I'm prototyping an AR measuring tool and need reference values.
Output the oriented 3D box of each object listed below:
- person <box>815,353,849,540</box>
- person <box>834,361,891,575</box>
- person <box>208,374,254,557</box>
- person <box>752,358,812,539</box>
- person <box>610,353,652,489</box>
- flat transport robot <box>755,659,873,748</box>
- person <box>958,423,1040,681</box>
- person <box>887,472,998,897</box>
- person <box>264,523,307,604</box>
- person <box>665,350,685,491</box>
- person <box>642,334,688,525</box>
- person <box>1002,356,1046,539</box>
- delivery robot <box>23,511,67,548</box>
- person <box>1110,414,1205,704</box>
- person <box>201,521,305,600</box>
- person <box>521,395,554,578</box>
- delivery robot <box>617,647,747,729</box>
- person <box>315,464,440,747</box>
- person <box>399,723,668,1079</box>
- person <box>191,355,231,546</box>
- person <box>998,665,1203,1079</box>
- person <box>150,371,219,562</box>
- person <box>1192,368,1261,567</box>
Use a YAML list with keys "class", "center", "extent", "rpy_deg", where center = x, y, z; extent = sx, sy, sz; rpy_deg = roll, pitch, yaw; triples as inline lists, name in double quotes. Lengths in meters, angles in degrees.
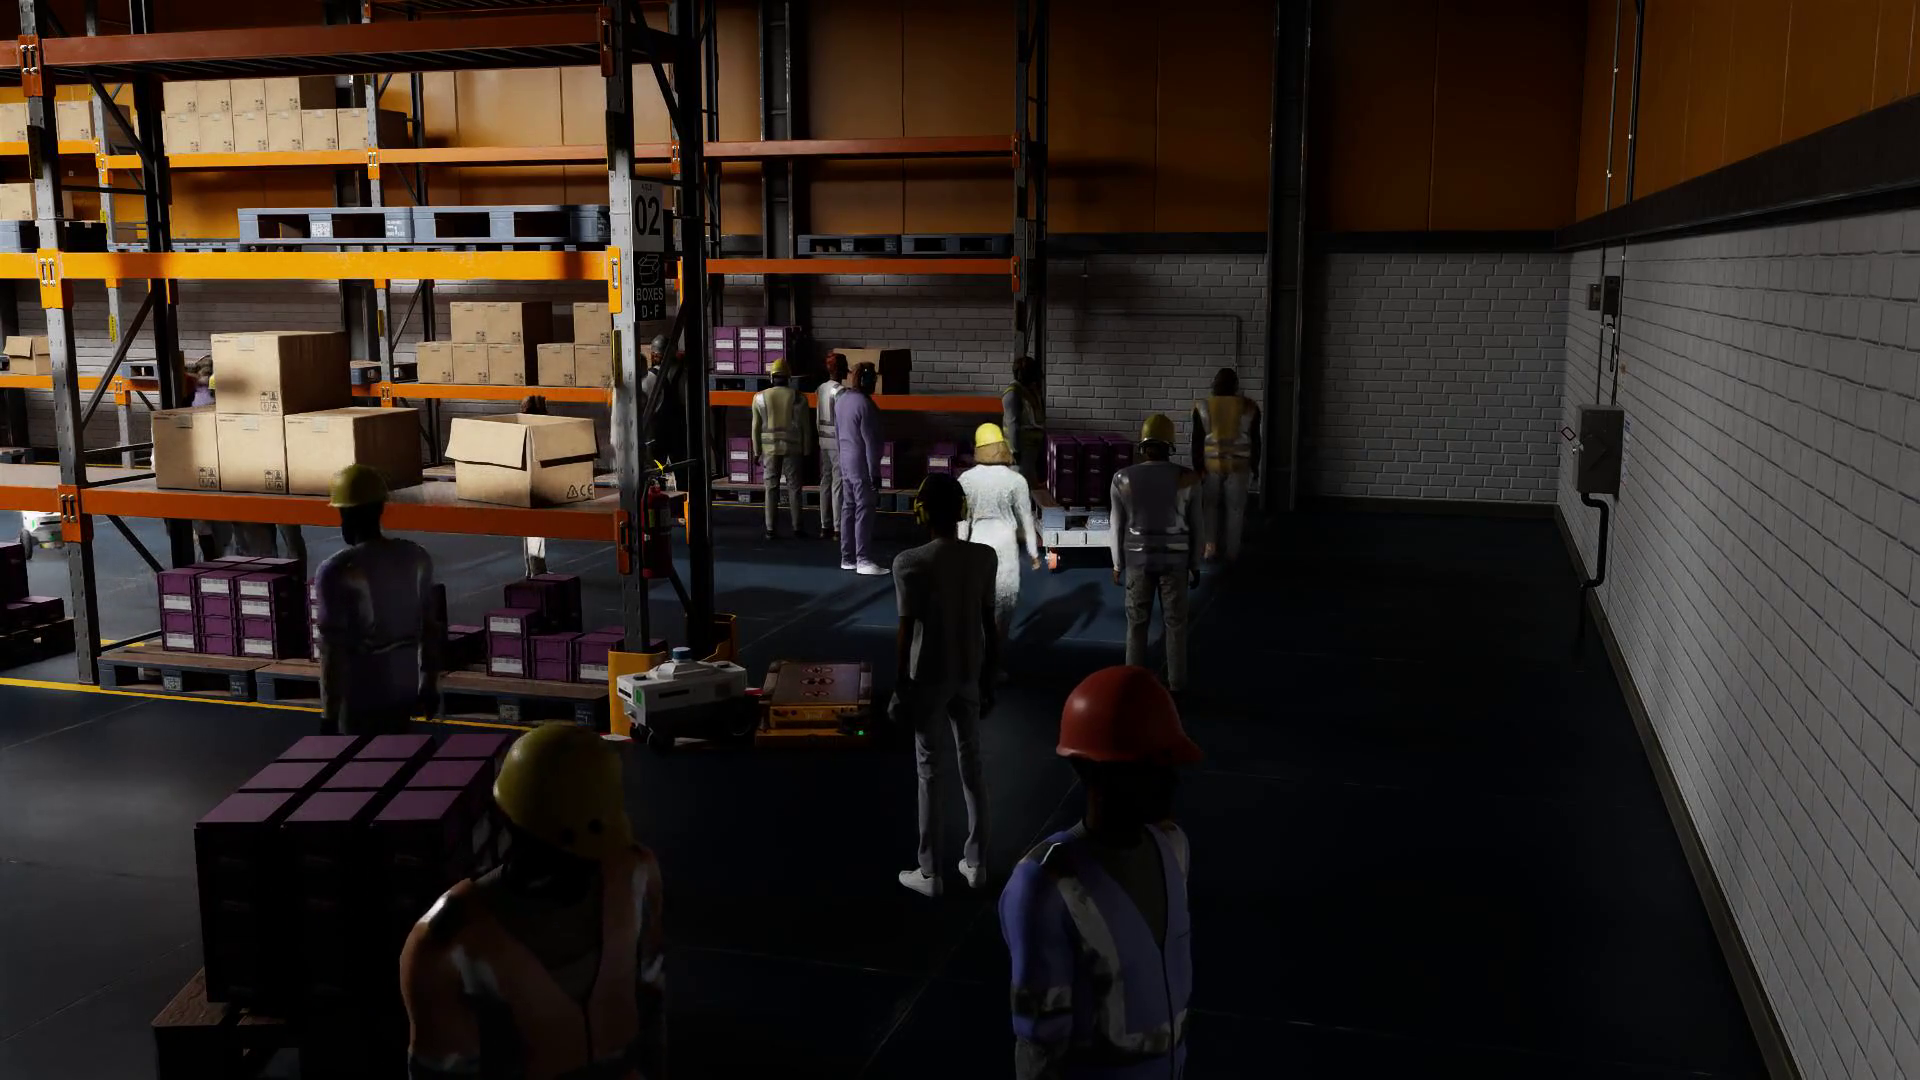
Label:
- class: "person"
  center: [-1.242, -0.939, 16.769]
  extent: [0.353, 1.883, 0.572]
  rpy_deg: [-6, 11, -32]
- class: "person"
  center: [-0.862, -0.642, 14.886]
  extent: [0.402, 1.906, 0.652]
  rpy_deg: [-5, 11, -30]
- class: "person"
  center: [-6.909, -0.696, 15.641]
  extent: [0.524, 1.770, 0.315]
  rpy_deg: [-9, 13, -44]
- class: "person"
  center: [-1.792, -0.915, 16.785]
  extent: [0.601, 1.827, 0.403]
  rpy_deg: [0, 9, -1]
- class: "person"
  center: [-3.231, -0.935, 16.647]
  extent: [0.655, 1.913, 0.646]
  rpy_deg: [-3, 10, -19]
- class: "flat transport robot"
  center: [-0.858, 0.967, 10.048]
  extent: [0.652, 0.197, 1.431]
  rpy_deg: [0, 9, -2]
- class: "person"
  center: [0.238, 0.077, 11.072]
  extent: [0.536, 1.716, 0.614]
  rpy_deg: [4, 10, 22]
- class: "person"
  center: [-0.073, 0.629, 7.274]
  extent: [0.511, 1.865, 0.329]
  rpy_deg: [-5, 10, -26]
- class: "person"
  center: [-5.513, -0.408, 13.365]
  extent: [0.636, 1.936, 0.355]
  rpy_deg: [2, 9, 10]
- class: "person"
  center: [-3.085, -1.131, 18.004]
  extent: [0.689, 1.867, 0.585]
  rpy_deg: [7, 11, 35]
- class: "person"
  center: [-3.130, -1.158, 17.623]
  extent: [0.684, 2.000, 0.538]
  rpy_deg: [-5, 11, -29]
- class: "person"
  center: [0.657, -0.937, 16.878]
  extent: [0.429, 1.847, 0.626]
  rpy_deg: [3, 10, 19]
- class: "delivery robot"
  center: [-8.722, -0.179, 15.885]
  extent: [0.477, 0.478, 0.707]
  rpy_deg: [-6, 11, -34]
- class: "person"
  center: [1.235, 0.125, 10.435]
  extent: [0.588, 1.833, 0.404]
  rpy_deg: [1, 9, 8]
- class: "person"
  center: [-5.728, -0.312, 13.249]
  extent: [0.985, 1.780, 0.643]
  rpy_deg: [2, 10, 12]
- class: "person"
  center: [-3.692, -0.446, 14.503]
  extent: [0.308, 1.641, 0.514]
  rpy_deg: [-4, 10, -22]
- class: "delivery robot"
  center: [-1.597, 0.860, 9.557]
  extent: [0.707, 0.478, 0.477]
  rpy_deg: [-6, 11, -33]
- class: "person"
  center: [-2.470, 0.630, 7.130]
  extent: [0.537, 1.913, 0.588]
  rpy_deg: [5, 10, 26]
- class: "person"
  center: [-0.805, 1.259, 3.360]
  extent: [0.621, 1.880, 0.534]
  rpy_deg: [-9, 13, -43]
- class: "person"
  center: [-7.416, -0.874, 16.359]
  extent: [0.695, 1.895, 0.456]
  rpy_deg: [1, 9, 4]
- class: "person"
  center: [0.324, 1.211, 3.481]
  extent: [0.347, 1.943, 0.544]
  rpy_deg: [7, 12, 38]
- class: "person"
  center: [-6.066, -0.361, 13.065]
  extent: [0.545, 1.943, 0.347]
  rpy_deg: [-1, 9, -3]
- class: "person"
  center: [2.467, -0.681, 15.406]
  extent: [0.638, 1.822, 0.661]
  rpy_deg: [1, 9, 9]
